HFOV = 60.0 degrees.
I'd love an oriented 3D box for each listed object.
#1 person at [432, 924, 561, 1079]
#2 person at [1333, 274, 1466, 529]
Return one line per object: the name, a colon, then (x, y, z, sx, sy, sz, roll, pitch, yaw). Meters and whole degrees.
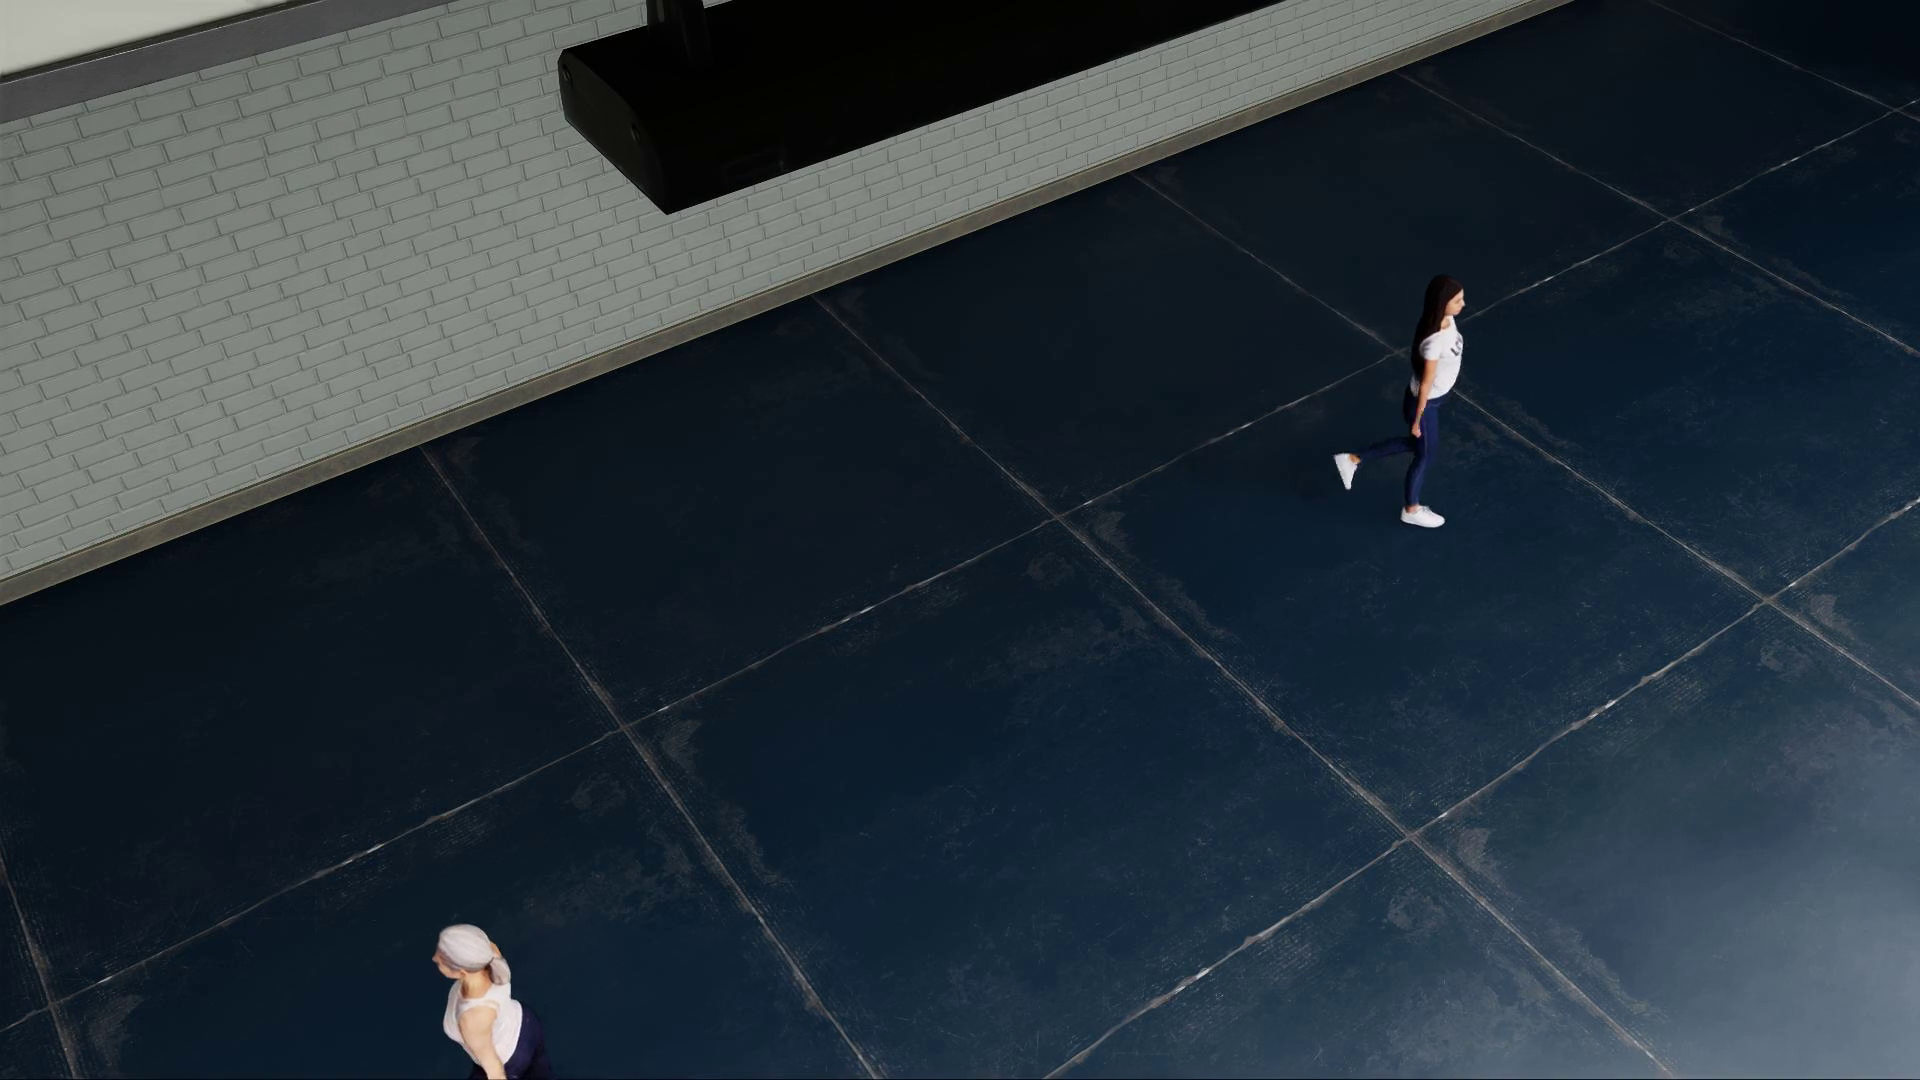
person: (-1.750, 2.098, 6.766, 1.006, 1.676, 1.025, -2, 43, -2)
person: (2.648, -0.810, 9.818, 1.060, 1.760, 0.914, 15, 45, 16)
